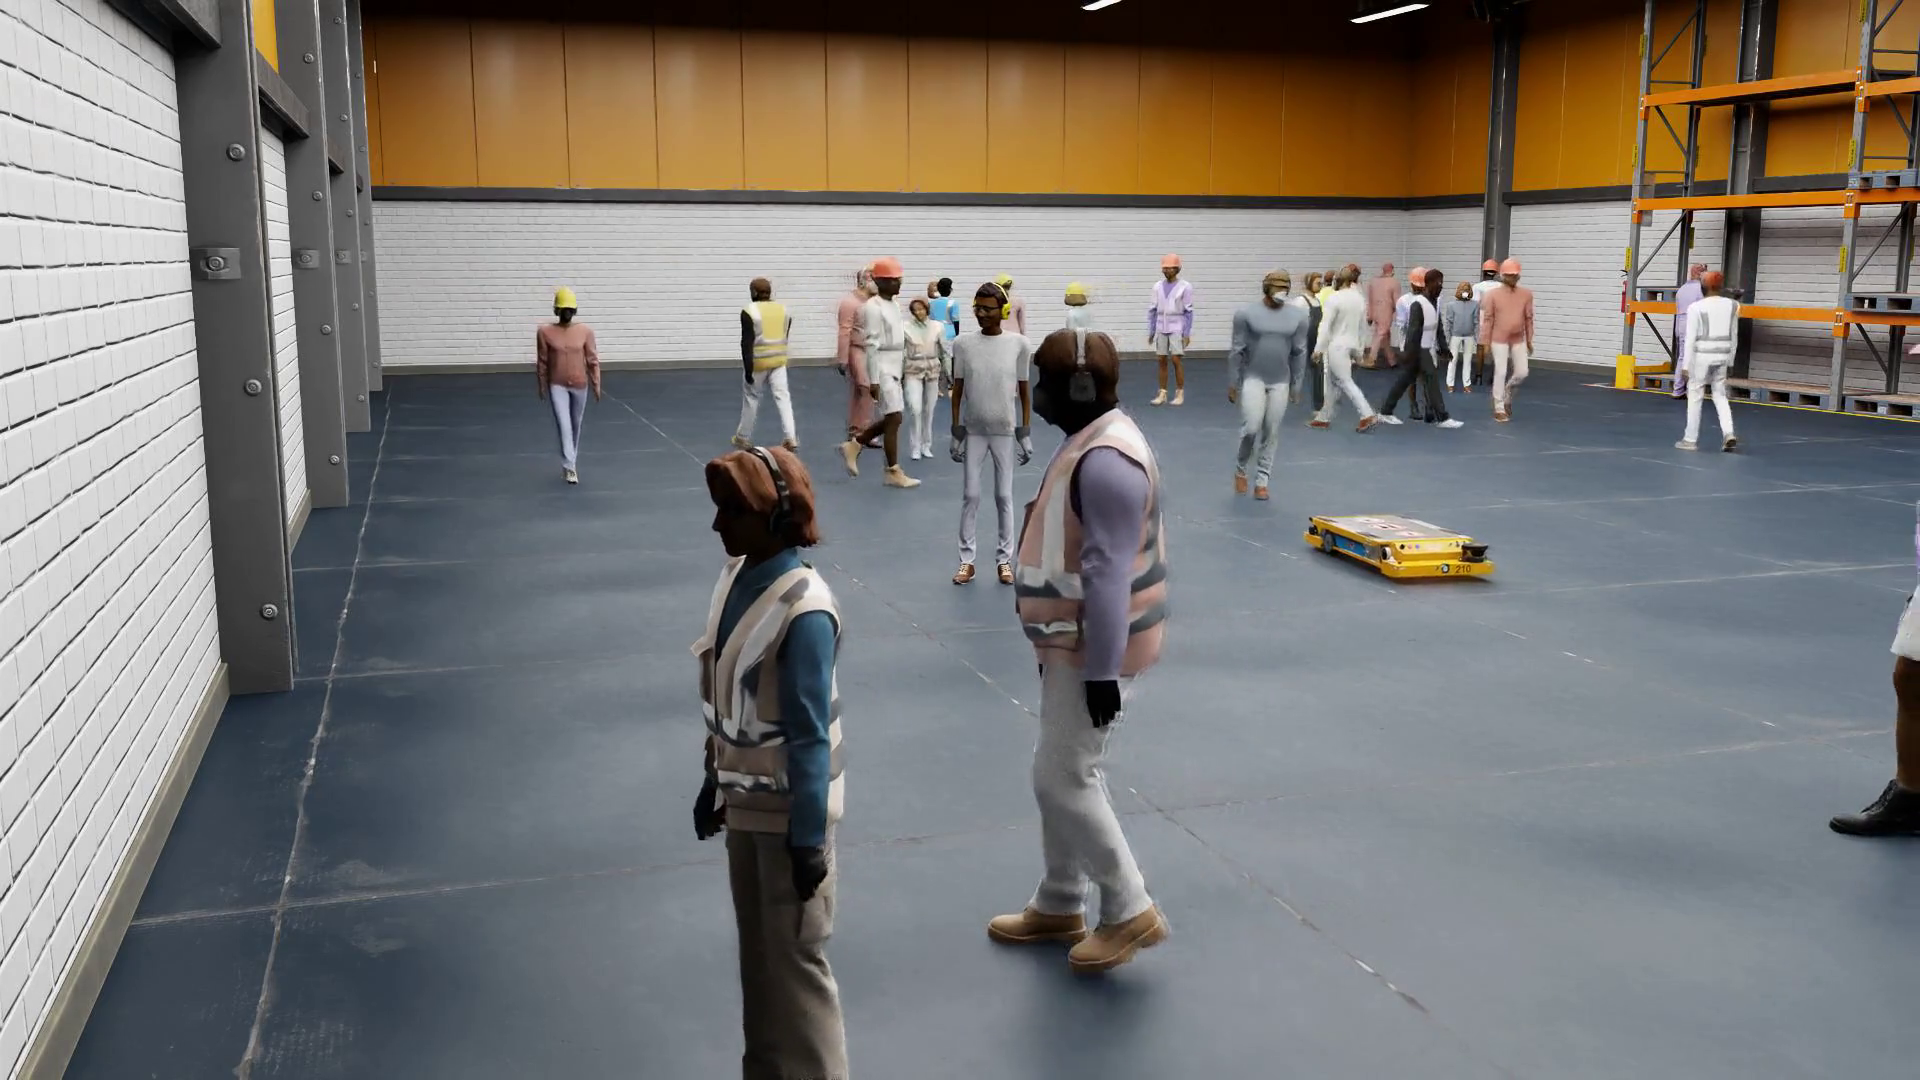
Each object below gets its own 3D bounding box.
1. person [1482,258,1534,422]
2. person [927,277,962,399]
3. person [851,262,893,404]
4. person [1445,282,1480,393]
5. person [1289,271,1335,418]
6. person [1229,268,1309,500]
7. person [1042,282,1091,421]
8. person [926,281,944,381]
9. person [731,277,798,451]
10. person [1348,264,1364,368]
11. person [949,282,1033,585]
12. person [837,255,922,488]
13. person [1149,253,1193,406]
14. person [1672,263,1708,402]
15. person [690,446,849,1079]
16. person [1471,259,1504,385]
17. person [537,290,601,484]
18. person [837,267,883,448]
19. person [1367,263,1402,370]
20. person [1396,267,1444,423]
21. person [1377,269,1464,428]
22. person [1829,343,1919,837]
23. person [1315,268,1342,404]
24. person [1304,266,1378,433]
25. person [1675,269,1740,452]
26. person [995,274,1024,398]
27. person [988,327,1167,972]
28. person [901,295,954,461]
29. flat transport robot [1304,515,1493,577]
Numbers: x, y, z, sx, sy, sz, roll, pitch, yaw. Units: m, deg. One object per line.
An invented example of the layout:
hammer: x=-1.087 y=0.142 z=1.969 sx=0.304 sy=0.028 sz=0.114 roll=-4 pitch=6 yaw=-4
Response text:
person: x=6.638 y=-2.415 z=20.144 sx=0.644 sy=1.978 sz=0.443 roll=-1 pitch=10 yaw=-7
person: x=-0.220 y=-2.832 z=23.369 sx=0.534 sy=1.697 sz=0.322 roll=7 pitch=12 yaw=35
person: x=-1.182 y=-2.769 z=22.385 sx=0.617 sy=1.904 sz=0.732 roll=0 pitch=10 yaw=0
person: x=7.354 y=-2.967 z=24.364 sx=0.494 sy=1.624 sz=0.279 roll=0 pitch=10 yaw=0
person: x=4.284 y=-2.433 z=20.705 sx=0.847 sy=1.822 sz=0.517 roll=10 pitch=14 yaw=44
person: x=2.545 y=-1.278 z=13.734 sx=0.637 sy=1.920 sz=0.435 roll=-1 pitch=10 yaw=-5
person: x=1.445 y=-2.234 z=19.904 sx=0.919 sy=1.700 sz=0.482 roll=8 pitch=12 yaw=37
person: x=-0.384 y=-3.256 z=26.149 sx=0.414 sy=1.603 sz=0.639 roll=8 pitch=13 yaw=39
person: x=-2.013 y=-1.821 z=17.258 sx=0.624 sy=1.793 sz=0.990 roll=-7 pitch=12 yaw=-37
person: x=6.871 y=-3.914 z=29.189 sx=0.719 sy=1.853 sz=0.428 roll=-9 pitch=14 yaw=-44
person: x=0.190 y=-0.648 z=10.254 sx=0.520 sy=1.864 sz=0.333 roll=1 pitch=10 yaw=4
person: x=-0.716 y=-1.463 z=14.518 sx=0.757 sy=2.024 sz=0.611 roll=3 pitch=10 yaw=19
person: x=2.807 y=-2.813 z=22.263 sx=0.614 sy=2.042 sz=0.380 roll=8 pitch=12 yaw=38
person: x=10.137 y=-2.857 z=22.941 sx=0.404 sy=1.901 sz=0.645 roll=-1 pitch=10 yaw=-8
person: x=-0.408 y=0.604 z=3.674 sx=0.310 sy=1.635 sz=0.519 roll=-5 pitch=11 yaw=-26
person: x=8.152 y=-3.358 z=25.723 sx=0.552 sy=1.937 sz=0.356 roll=-1 pitch=10 yaw=-5
person: x=-3.540 y=-1.403 z=15.043 sx=0.530 sy=1.719 sz=0.916 roll=-4 pitch=10 yaw=-21
person: x=-0.945 y=-1.909 z=17.472 sx=0.717 sy=1.881 sz=0.673 roll=5 pitch=11 yaw=29
person: x=7.479 y=-3.892 z=29.035 sx=0.918 sy=1.851 sz=0.650 roll=-5 pitch=11 yaw=-25
person: x=5.557 y=-2.343 z=20.056 sx=0.602 sy=1.866 sz=0.991 roll=2 pitch=10 yaw=9
person: x=5.433 y=-2.253 z=19.595 sx=1.050 sy=1.860 sz=0.607 roll=6 pitch=11 yaw=30
person: x=3.494 y=0.130 z=5.632 sx=0.774 sy=1.912 sz=0.546 roll=2 pitch=10 yaw=10
person: x=4.955 y=-2.700 z=22.214 sx=0.648 sy=1.832 sz=0.435 roll=3 pitch=10 yaw=16
person: x=4.421 y=-2.174 z=19.019 sx=1.001 sy=1.904 sz=0.644 roll=9 pitch=14 yaw=43
person: x=7.721 y=-1.835 z=17.119 sx=0.595 sy=1.890 sz=0.538 roll=-1 pitch=10 yaw=-8
person: x=0.659 y=-2.874 z=23.463 sx=0.561 sy=1.734 sz=0.563 roll=-3 pitch=10 yaw=-17
person: x=0.339 y=0.313 z=4.770 sx=0.479 sy=1.833 sz=0.674 roll=0 pitch=10 yaw=-2
person: x=-0.344 y=-1.596 z=16.424 sx=0.538 sy=1.615 sz=0.611 roll=-3 pitch=10 yaw=-16
flat transport robot: x=2.866 y=0.017 z=10.998 sx=0.652 sy=0.197 sz=1.431 roll=-2 pitch=10 yaw=-12
